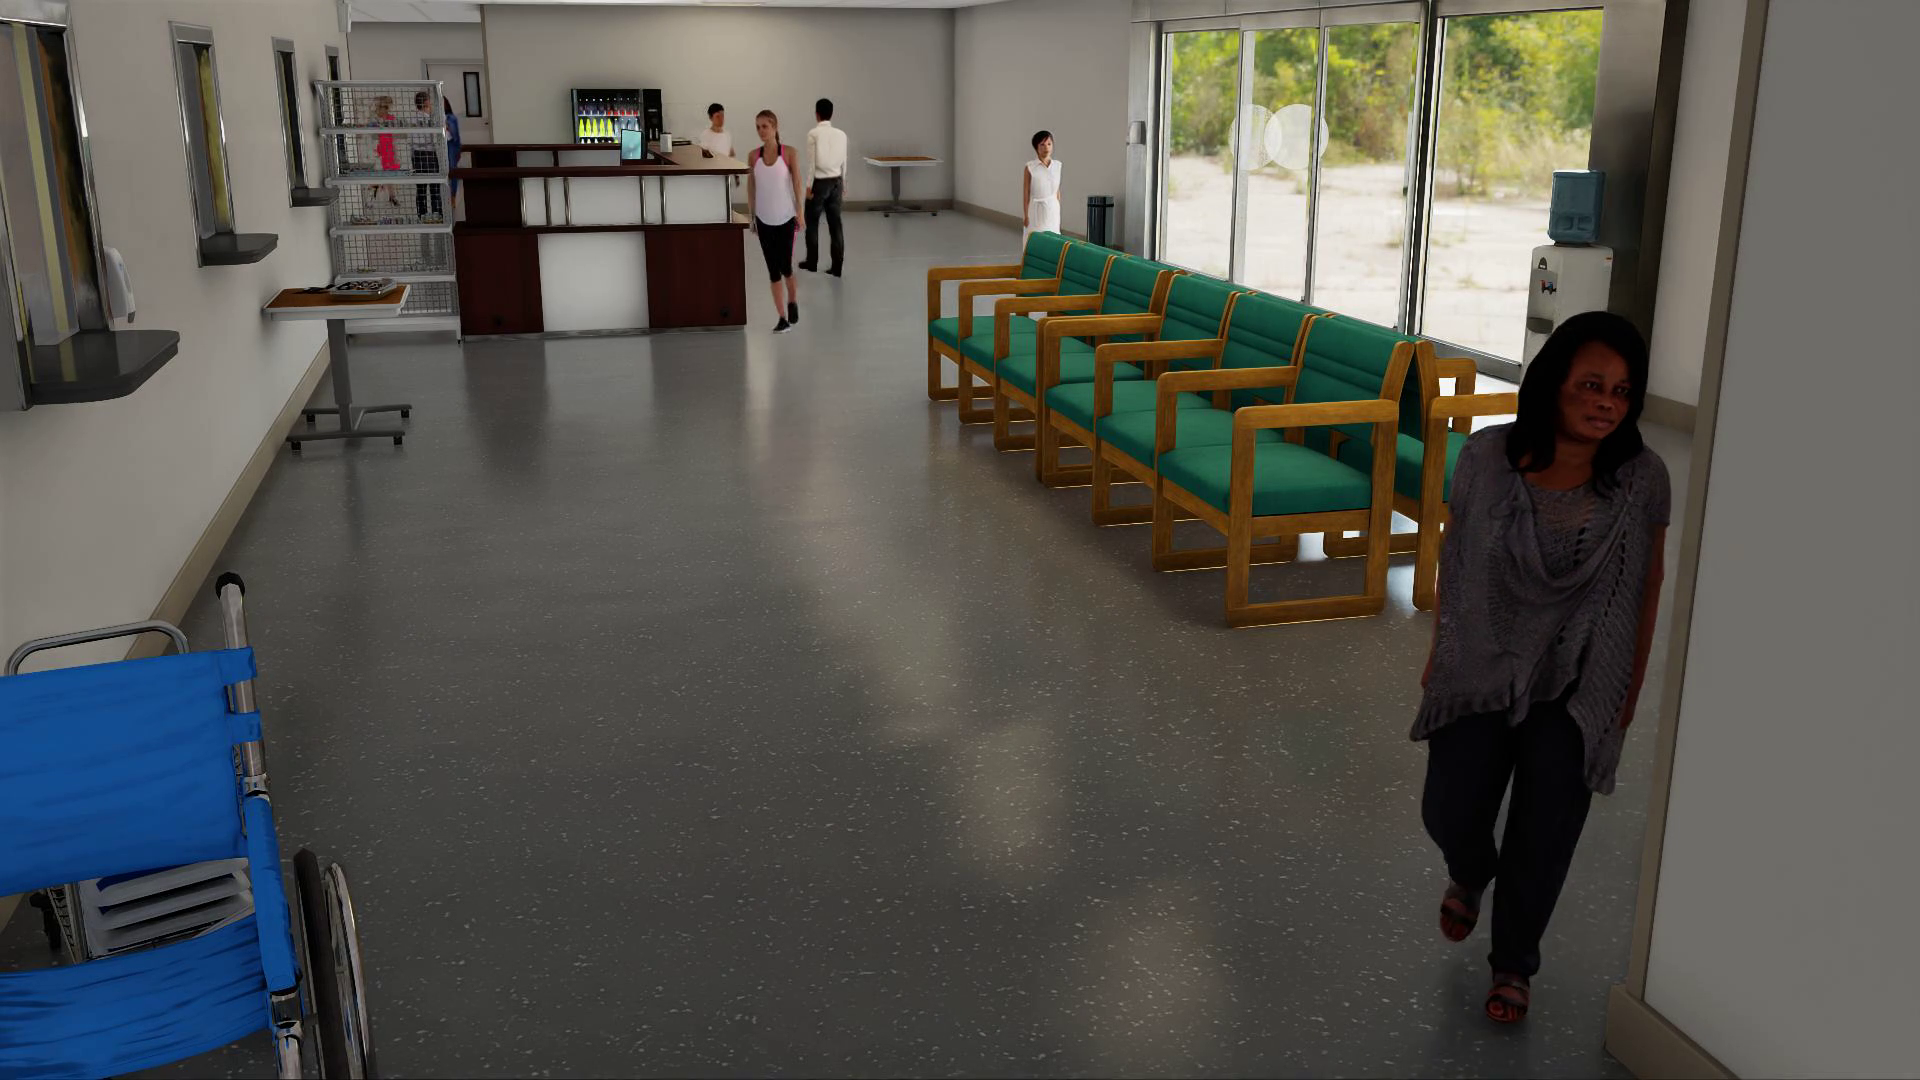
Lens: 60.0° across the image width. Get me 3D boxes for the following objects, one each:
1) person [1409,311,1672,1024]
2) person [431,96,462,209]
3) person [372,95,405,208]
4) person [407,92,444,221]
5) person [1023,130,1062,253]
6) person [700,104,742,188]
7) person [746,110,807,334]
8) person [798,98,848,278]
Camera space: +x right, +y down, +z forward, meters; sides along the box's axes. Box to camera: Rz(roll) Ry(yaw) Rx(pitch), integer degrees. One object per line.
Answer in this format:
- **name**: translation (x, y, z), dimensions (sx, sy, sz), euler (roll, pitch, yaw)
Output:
- **person**: translation (1.300, 0.268, 3.749), dimensions (0.836, 1.593, 0.895), euler (7, 17, 23)
- **person**: translation (-7.986, -6.035, 25.911), dimensions (0.574, 1.700, 0.671), euler (-3, 16, -12)
- **person**: translation (-8.972, -6.040, 25.921), dimensions (0.908, 1.704, 0.974), euler (8, 18, 27)
- **person**: translation (-7.090, -5.020, 22.092), dimensions (0.689, 1.820, 0.800), euler (5, 16, 17)
- **person**: translation (0.757, -3.004, 15.425), dimensions (0.503, 1.556, 0.648), euler (-7, 17, -24)
- **person**: translation (-2.958, -4.346, 19.916), dimensions (0.899, 1.703, 0.803), euler (11, 19, 33)
- **person**: translation (-1.462, -2.572, 13.499), dimensions (0.760, 1.769, 0.832), euler (3, 16, 11)
- **person**: translation (-1.337, -3.605, 17.131), dimensions (0.957, 1.788, 0.899), euler (-10, 19, -31)
